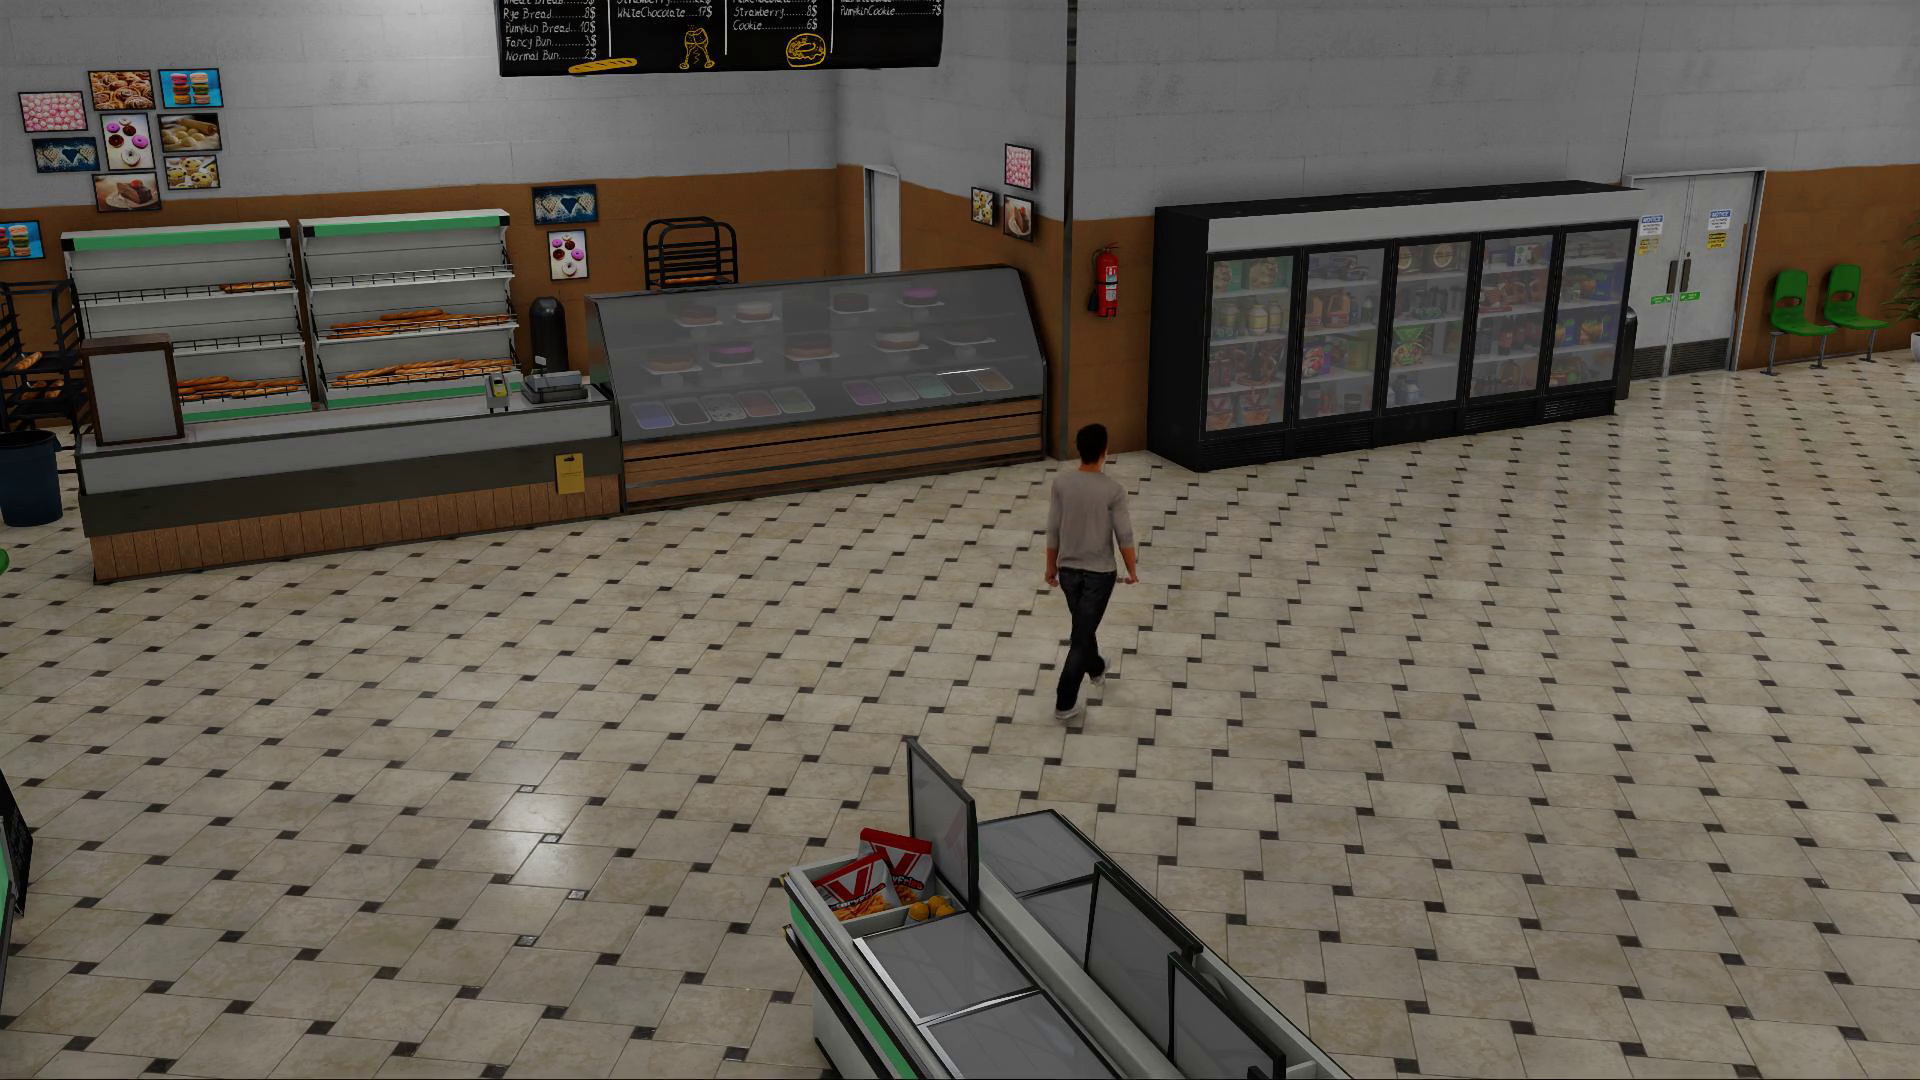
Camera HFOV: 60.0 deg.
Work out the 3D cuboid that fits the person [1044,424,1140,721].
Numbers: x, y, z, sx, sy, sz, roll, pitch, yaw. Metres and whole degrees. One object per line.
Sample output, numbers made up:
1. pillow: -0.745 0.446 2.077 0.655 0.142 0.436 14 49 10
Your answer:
1. person: 0.715 0.231 9.912 1.106 1.775 1.101 10 21 27
